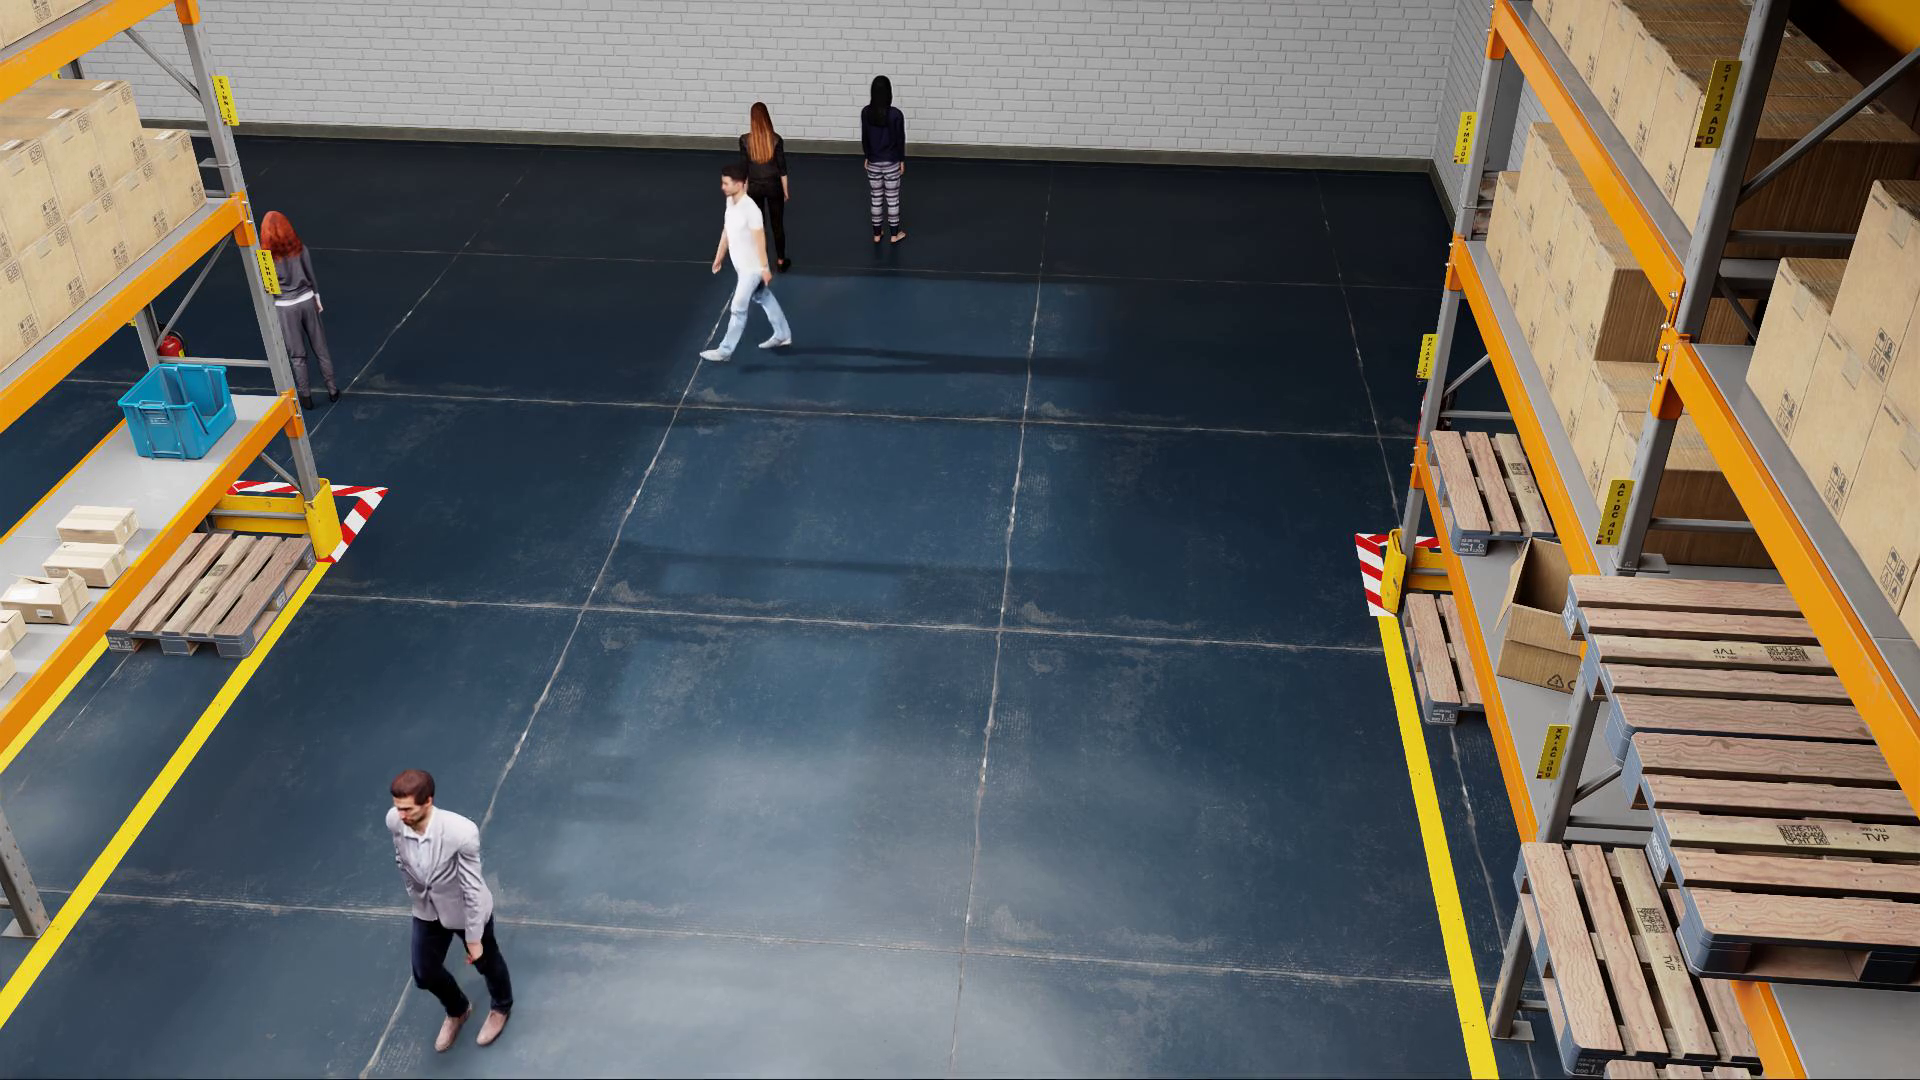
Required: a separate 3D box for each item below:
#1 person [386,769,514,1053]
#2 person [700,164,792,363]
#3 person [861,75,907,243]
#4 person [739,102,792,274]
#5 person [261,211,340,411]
[{"bbox_3d":[-2.505,1.781,8.371,0.742,1.831,0.715,7,34,10],"label":"person"},{"bbox_3d":[-1.792,-2.463,14.778,1.105,1.808,1.190,-14,36,-20],"label":"person"},{"bbox_3d":[-0.782,-3.888,16.988,0.637,1.733,0.570,9,35,13],"label":"person"},{"bbox_3d":[-1.921,-3.456,16.358,0.615,1.713,0.533,0,34,1],"label":"person"},{"bbox_3d":[-5.591,-1.941,14.018,0.652,1.780,0.696,-21,39,-29],"label":"person"}]
